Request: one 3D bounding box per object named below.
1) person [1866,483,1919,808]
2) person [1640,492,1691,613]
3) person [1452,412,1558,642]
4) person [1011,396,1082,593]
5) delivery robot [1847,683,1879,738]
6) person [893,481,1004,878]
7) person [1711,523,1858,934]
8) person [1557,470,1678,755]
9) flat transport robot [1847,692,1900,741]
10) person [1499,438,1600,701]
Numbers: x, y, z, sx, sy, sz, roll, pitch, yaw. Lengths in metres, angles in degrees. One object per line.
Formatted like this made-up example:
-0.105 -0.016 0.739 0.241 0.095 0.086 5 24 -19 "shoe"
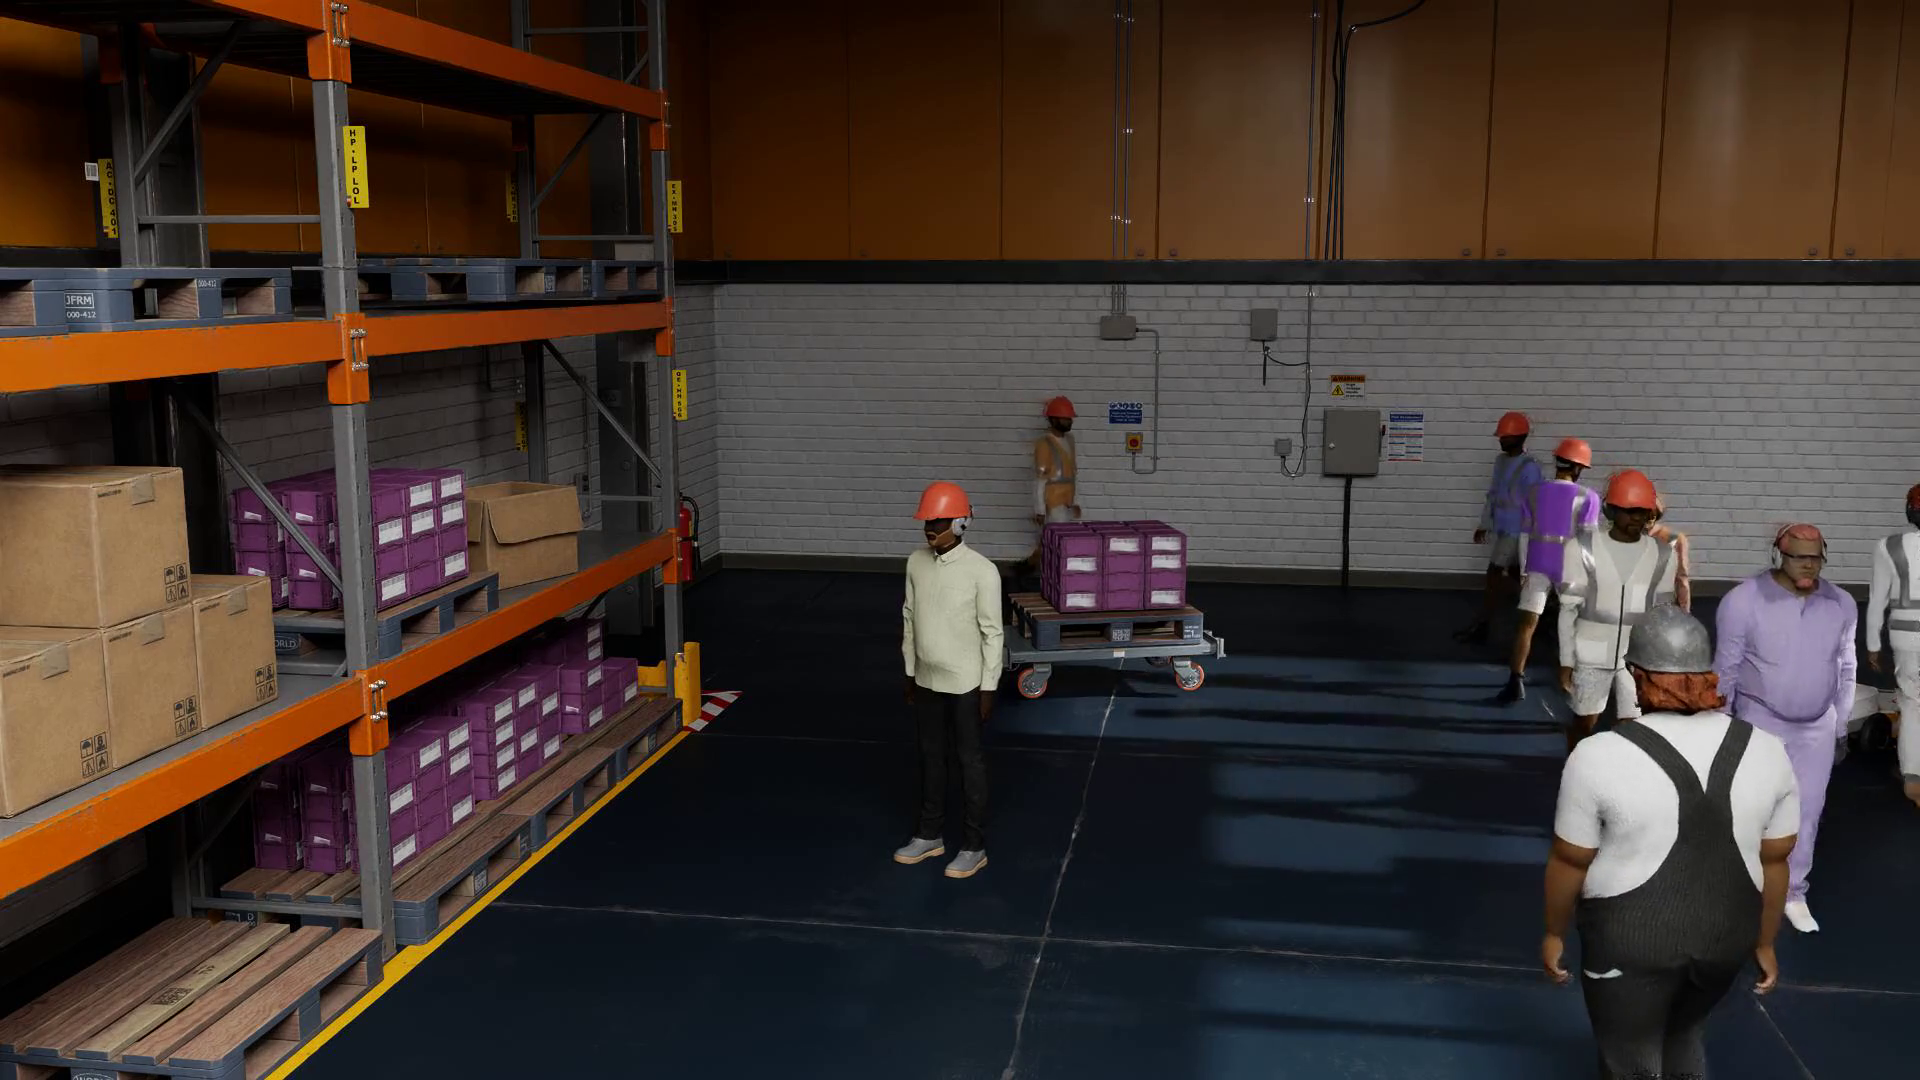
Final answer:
5.501 0.601 9.445 0.620 1.842 0.877 3 10 18 "person"
4.438 0.477 10.809 0.559 1.617 0.427 7 12 38 "person"
4.555 -0.112 13.646 0.965 1.901 0.559 -1 9 -7 "person"
0.836 -0.362 15.131 0.811 1.919 0.549 5 10 28 "person"
5.397 1.037 10.382 0.707 0.478 0.477 -6 11 -32 "delivery robot"
-0.062 0.693 8.358 0.613 1.995 0.391 8 12 41 "person"
3.846 0.837 7.815 0.649 1.890 0.646 0 9 1 "person"
3.518 0.597 8.980 0.612 1.998 1.054 2 9 11 "person"
6.368 1.159 10.790 1.431 0.197 0.652 2 10 14 "flat transport robot"
4.232 0.214 11.805 0.606 1.855 1.117 6 11 35 "person"
